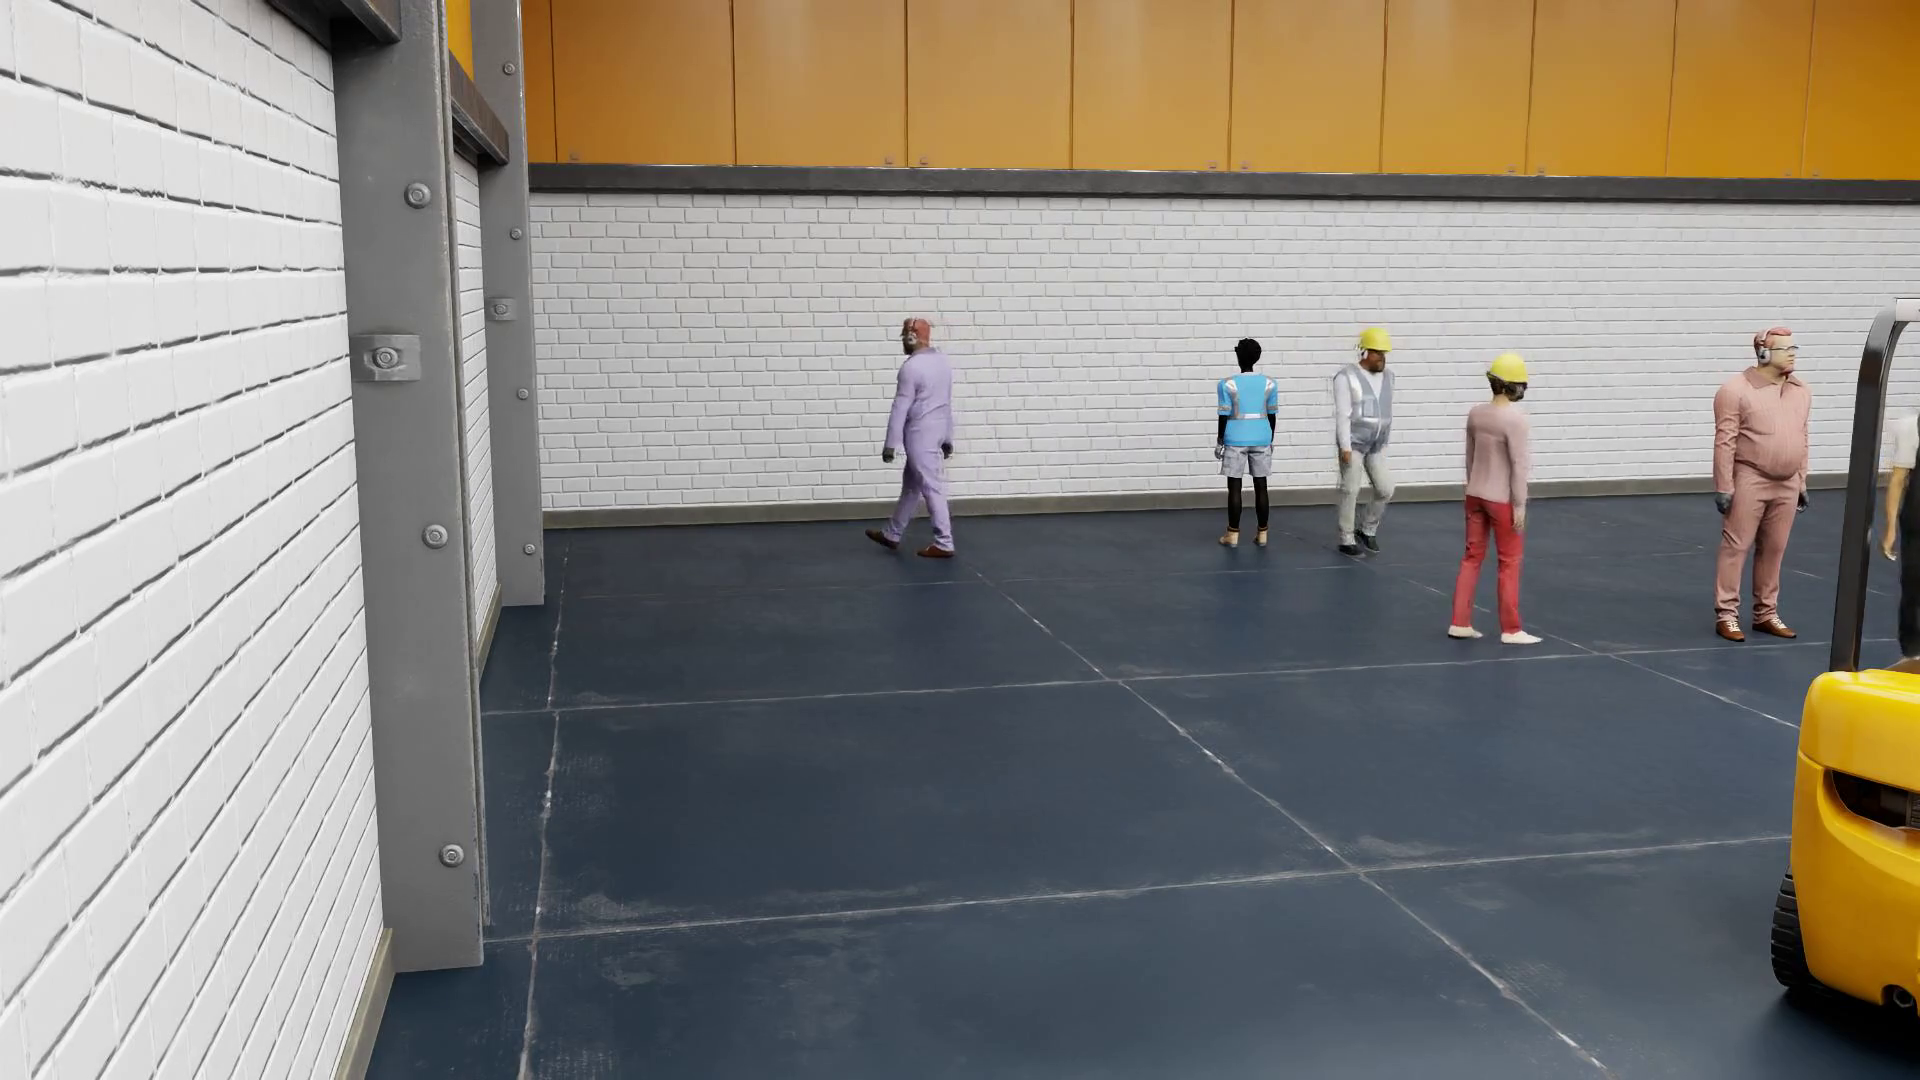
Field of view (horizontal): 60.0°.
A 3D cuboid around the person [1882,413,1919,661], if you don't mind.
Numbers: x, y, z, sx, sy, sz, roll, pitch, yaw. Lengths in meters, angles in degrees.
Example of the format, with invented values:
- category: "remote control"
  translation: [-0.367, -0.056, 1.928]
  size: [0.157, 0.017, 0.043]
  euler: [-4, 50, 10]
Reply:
- category: "person"
  translation: [5.187, -0.065, 8.821]
  size: [0.518, 1.804, 0.963]
  euler: [5, 11, 28]

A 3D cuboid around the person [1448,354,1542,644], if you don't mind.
- category: "person"
  translation: [3.246, -0.236, 10.036]
  size: [0.510, 1.760, 0.533]
  euler: [-4, 10, -23]

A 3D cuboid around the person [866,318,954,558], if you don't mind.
- category: "person"
  translation: [-0.421, -0.797, 13.044]
  size: [0.930, 1.864, 0.679]
  euler: [4, 10, 24]

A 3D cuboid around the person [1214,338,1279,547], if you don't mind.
- category: "person"
  translation: [2.320, -0.784, 13.497]
  size: [0.533, 1.697, 0.319]
  euler: [-2, 9, -11]

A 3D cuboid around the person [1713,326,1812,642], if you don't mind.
- category: "person"
  translation: [4.899, -0.338, 10.131]
  size: [0.651, 1.911, 0.409]
  euler: [-2, 10, -14]

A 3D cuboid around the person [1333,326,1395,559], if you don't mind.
- category: "person"
  translation: [3.151, -0.750, 12.942]
  size: [0.612, 1.812, 0.431]
  euler: [-4, 10, -23]

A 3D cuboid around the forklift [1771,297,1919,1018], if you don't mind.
- category: "forklift"
  translation: [3.542, 0.334, 5.177]
  size: [2.313, 2.155, 1.214]
  euler: [-9, 13, -43]
